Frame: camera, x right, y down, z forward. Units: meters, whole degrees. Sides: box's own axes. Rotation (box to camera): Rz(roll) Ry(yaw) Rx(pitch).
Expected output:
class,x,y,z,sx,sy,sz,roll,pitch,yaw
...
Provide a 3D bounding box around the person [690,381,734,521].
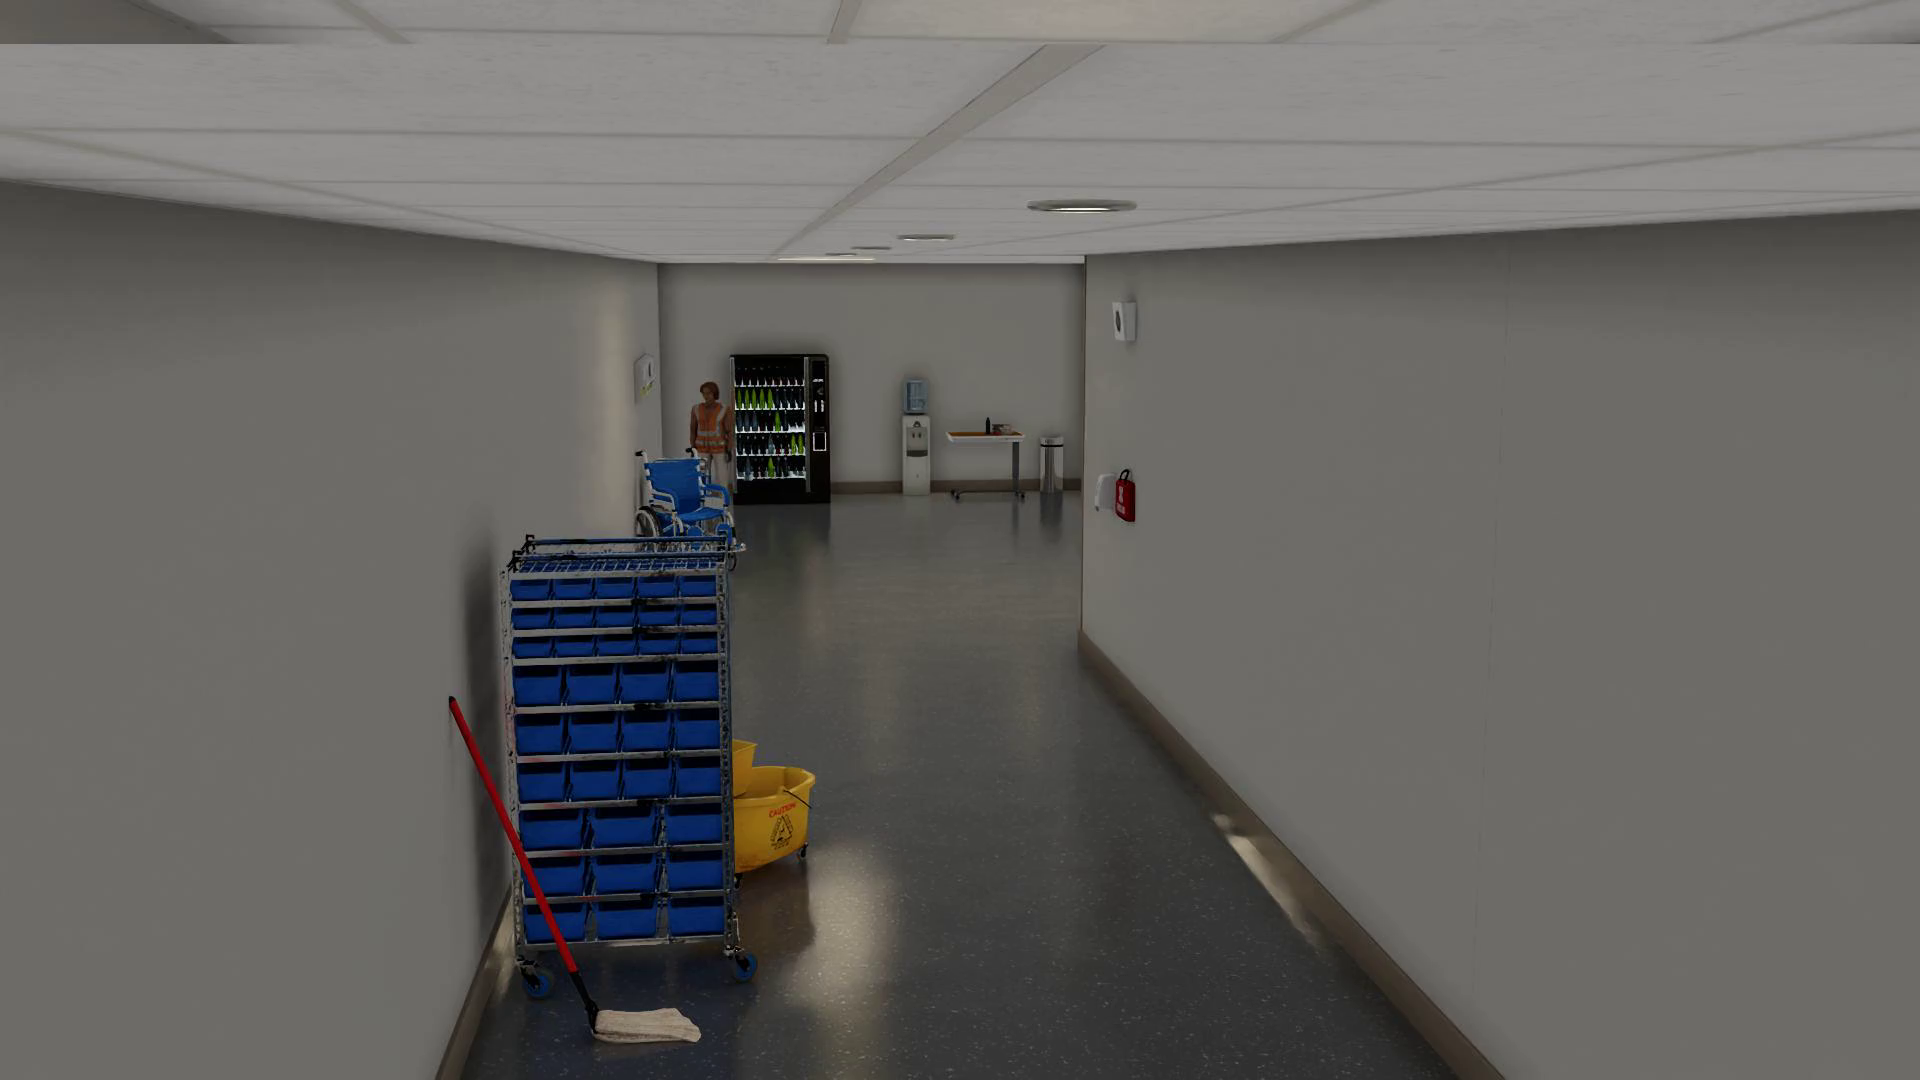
class,x,y,z,sx,sy,sz,roll,pitch,yaw
person,-2.897,-1.032,19.419,0.523,1.636,0.311,2,9,11
